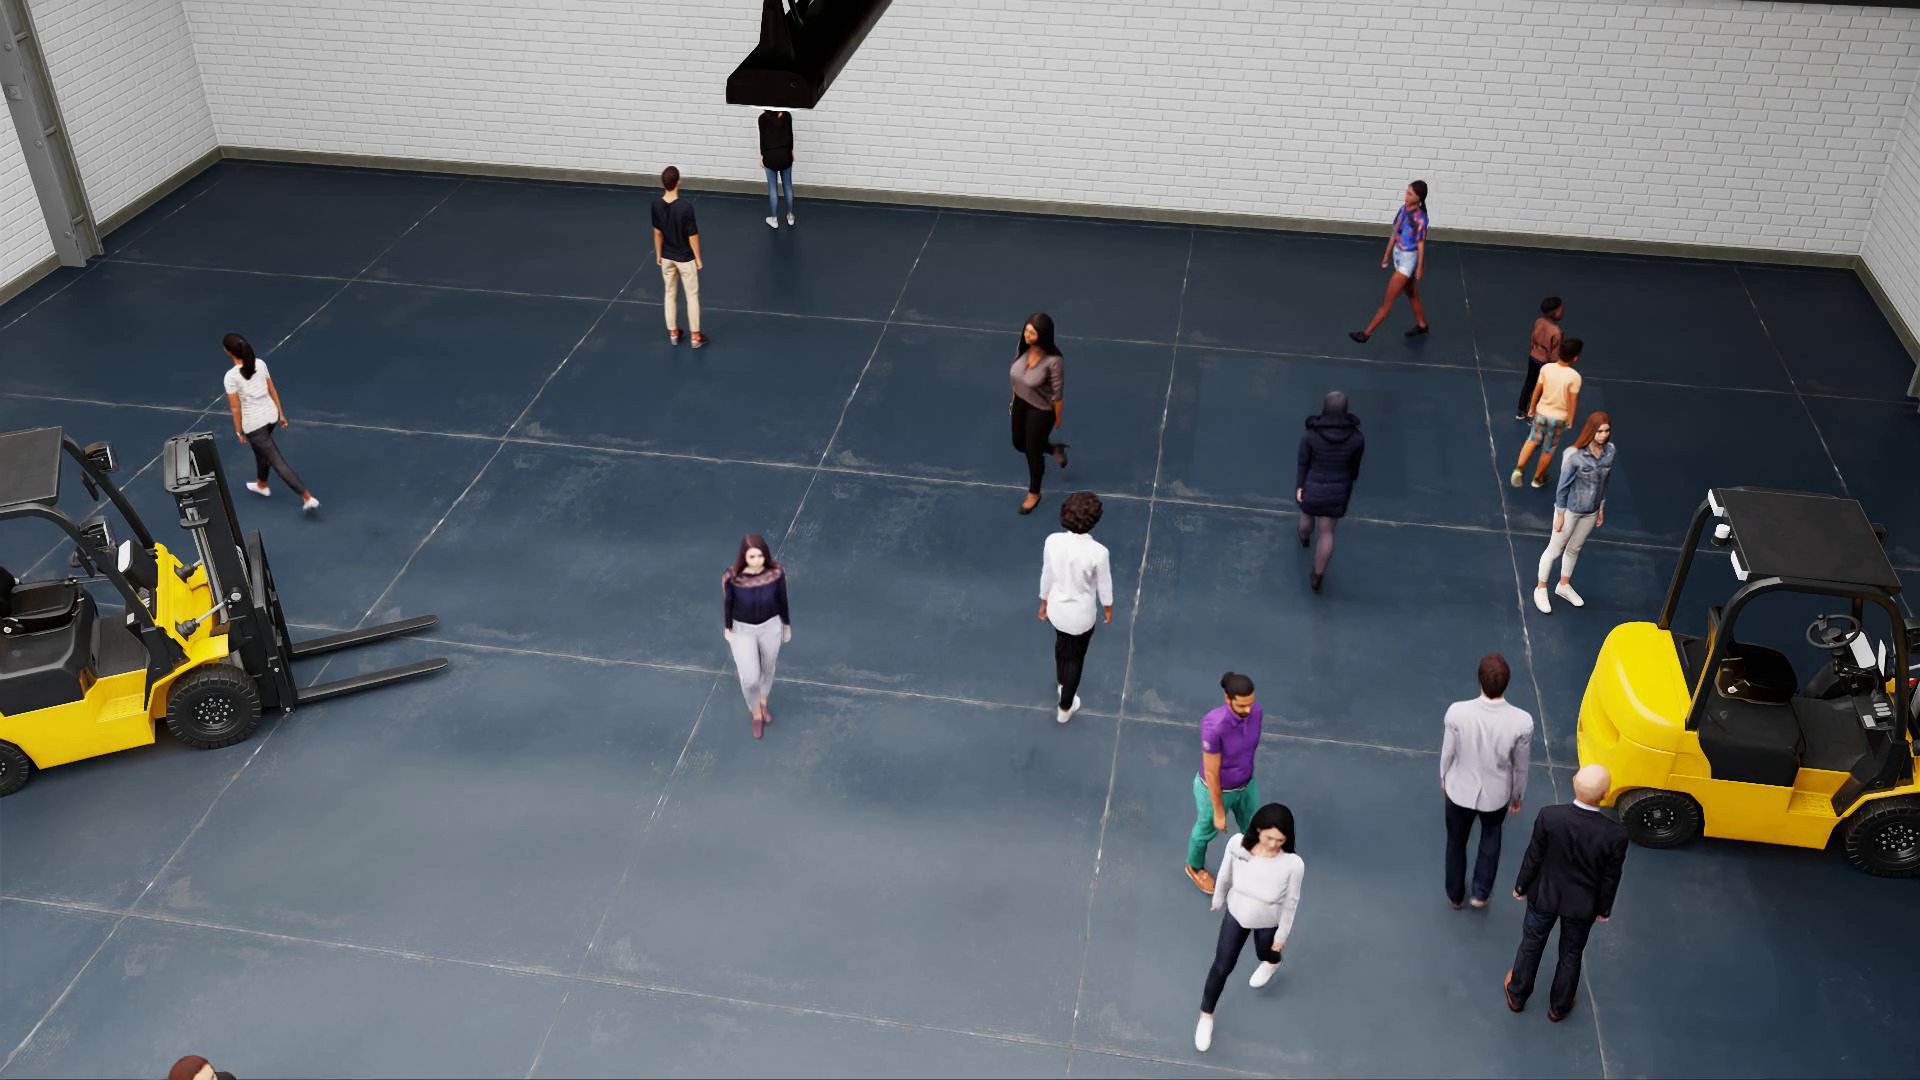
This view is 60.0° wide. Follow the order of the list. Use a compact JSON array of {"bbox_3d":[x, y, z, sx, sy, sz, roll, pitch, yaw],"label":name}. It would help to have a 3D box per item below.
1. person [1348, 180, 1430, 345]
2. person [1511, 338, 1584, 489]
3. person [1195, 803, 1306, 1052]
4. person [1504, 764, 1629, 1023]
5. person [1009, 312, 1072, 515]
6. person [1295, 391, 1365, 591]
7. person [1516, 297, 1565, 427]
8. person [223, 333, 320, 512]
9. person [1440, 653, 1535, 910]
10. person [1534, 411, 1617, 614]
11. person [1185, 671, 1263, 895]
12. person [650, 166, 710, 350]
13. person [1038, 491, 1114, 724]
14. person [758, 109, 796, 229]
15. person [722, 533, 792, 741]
[{"bbox_3d":[4.498,-2.730,16.532,1.023,1.687,1.190,-9,35,-14],"label":"person"},{"bbox_3d":[5.026,-1.035,14.201,0.729,1.446,0.857,22,40,30],"label":"person"},{"bbox_3d":[1.707,2.063,9.345,0.848,1.661,1.124,17,37,24],"label":"person"},{"bbox_3d":[3.392,1.989,9.333,0.730,1.797,0.665,14,36,20],"label":"person"},{"bbox_3d":[0.701,-1.105,13.966,1.066,1.821,0.971,-26,42,-34],"label":"person"},{"bbox_3d":[2.868,-0.353,13.015,0.735,1.622,1.081,2,34,3],"label":"person"},{"bbox_3d":[5.355,-1.652,15.302,0.649,1.253,0.547,-12,36,-18],"label":"person"},{"bbox_3d":[-5.793,-0.943,13.922,0.853,1.601,1.133,15,37,22],"label":"person"},{"bbox_3d":[3.097,1.545,9.969,0.695,1.834,0.648,9,35,13],"label":"person"},{"bbox_3d":[4.728,-0.238,12.769,0.687,1.703,0.682,-10,35,-15],"label":"person"},{"bbox_3d":[1.552,1.467,10.168,0.906,1.743,0.982,-19,38,-26],"label":"person"},{"bbox_3d":[-2.792,-2.792,16.475,0.650,1.854,0.560,9,35,13],"label":"person"},{"bbox_3d":[0.755,0.511,11.561,0.745,1.792,0.820,14,36,20],"label":"person"},{"bbox_3d":[-2.094,-4.410,19.098,0.644,1.645,0.667,-12,36,-18],"label":"person"},{"bbox_3d":[-1.430,0.611,11.593,0.738,1.591,0.788,-9,35,-14],"label":"person"}]
